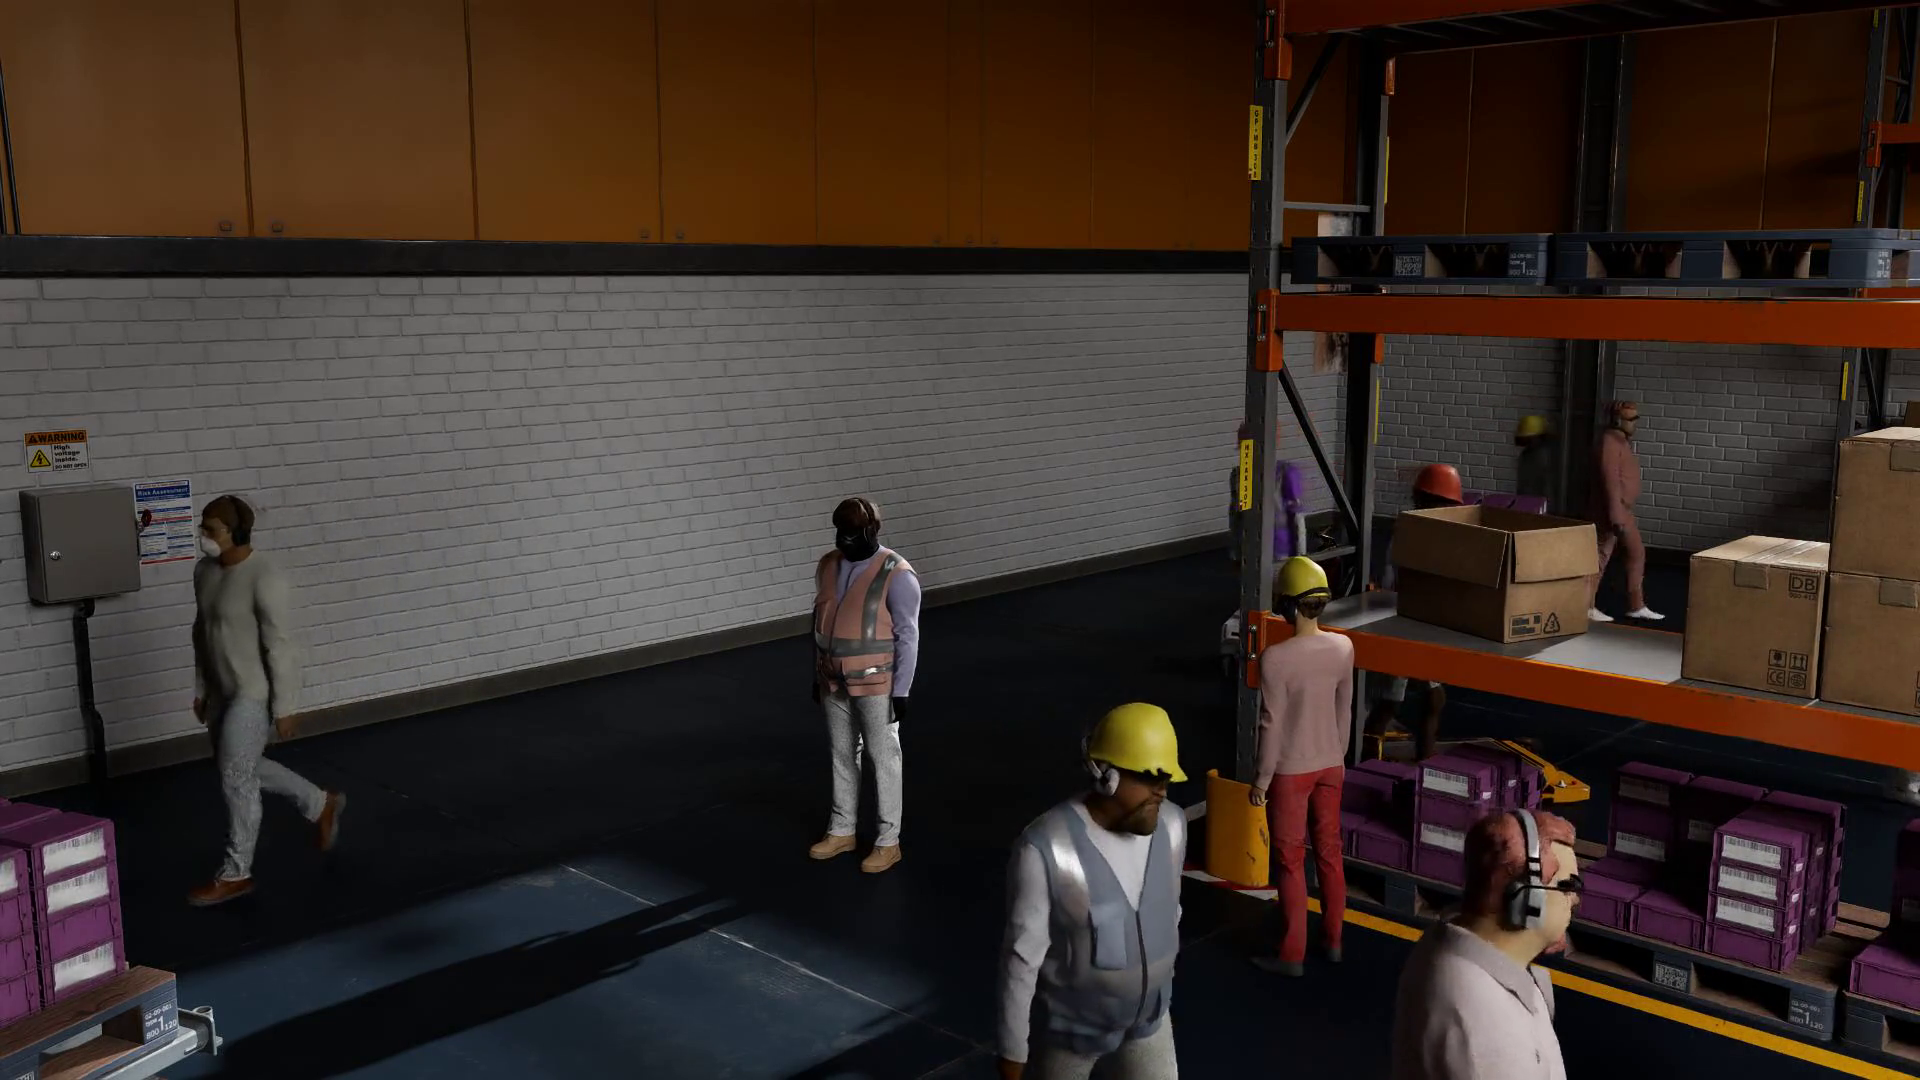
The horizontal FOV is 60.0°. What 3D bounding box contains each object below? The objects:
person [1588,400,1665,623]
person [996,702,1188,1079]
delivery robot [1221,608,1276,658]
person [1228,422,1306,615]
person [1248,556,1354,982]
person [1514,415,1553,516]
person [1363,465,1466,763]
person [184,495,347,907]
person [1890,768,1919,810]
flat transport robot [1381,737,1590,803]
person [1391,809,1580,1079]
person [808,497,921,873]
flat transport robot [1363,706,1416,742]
[{"bbox_3d":[5.518,-0.213,13.723,0.819,1.869,0.658,5,11,30],"label":"person"},{"bbox_3d":[0.377,1.318,4.647,0.626,1.791,0.637,-5,11,-29],"label":"person"},{"bbox_3d":[2.143,0.652,12.174,0.477,0.478,0.707,3,10,20],"label":"delivery robot"},{"bbox_3d":[2.179,0.074,11.871,0.590,1.905,0.525,8,12,41],"label":"person"},{"bbox_3d":[1.412,0.946,6.953,0.533,1.767,0.327,-6,11,-34],"label":"person"},{"bbox_3d":[4.942,-0.232,14.338,0.479,1.706,0.488,-1,9,-9],"label":"person"},{"bbox_3d":[2.500,0.542,9.005,0.738,1.894,0.582,3,10,17],"label":"person"},{"bbox_3d":[-3.330,0.719,7.900,0.634,1.922,0.805,7,12,39],"label":"person"},{"bbox_3d":[5.367,0.726,8.789,0.541,1.591,0.831,-6,11,-34],"label":"person"},{"bbox_3d":[2.703,1.305,9.323,1.431,0.197,0.652,-2,9,-9],"label":"flat transport robot"},{"bbox_3d":[1.159,1.477,3.412,1.010,1.852,0.650,3,10,20],"label":"person"},{"bbox_3d":[-0.501,0.704,8.204,0.633,1.843,0.429,7,12,36],"label":"person"},{"bbox_3d":[2.286,1.144,10.309,0.652,0.197,1.431,-1,9,-6],"label":"flat transport robot"}]
